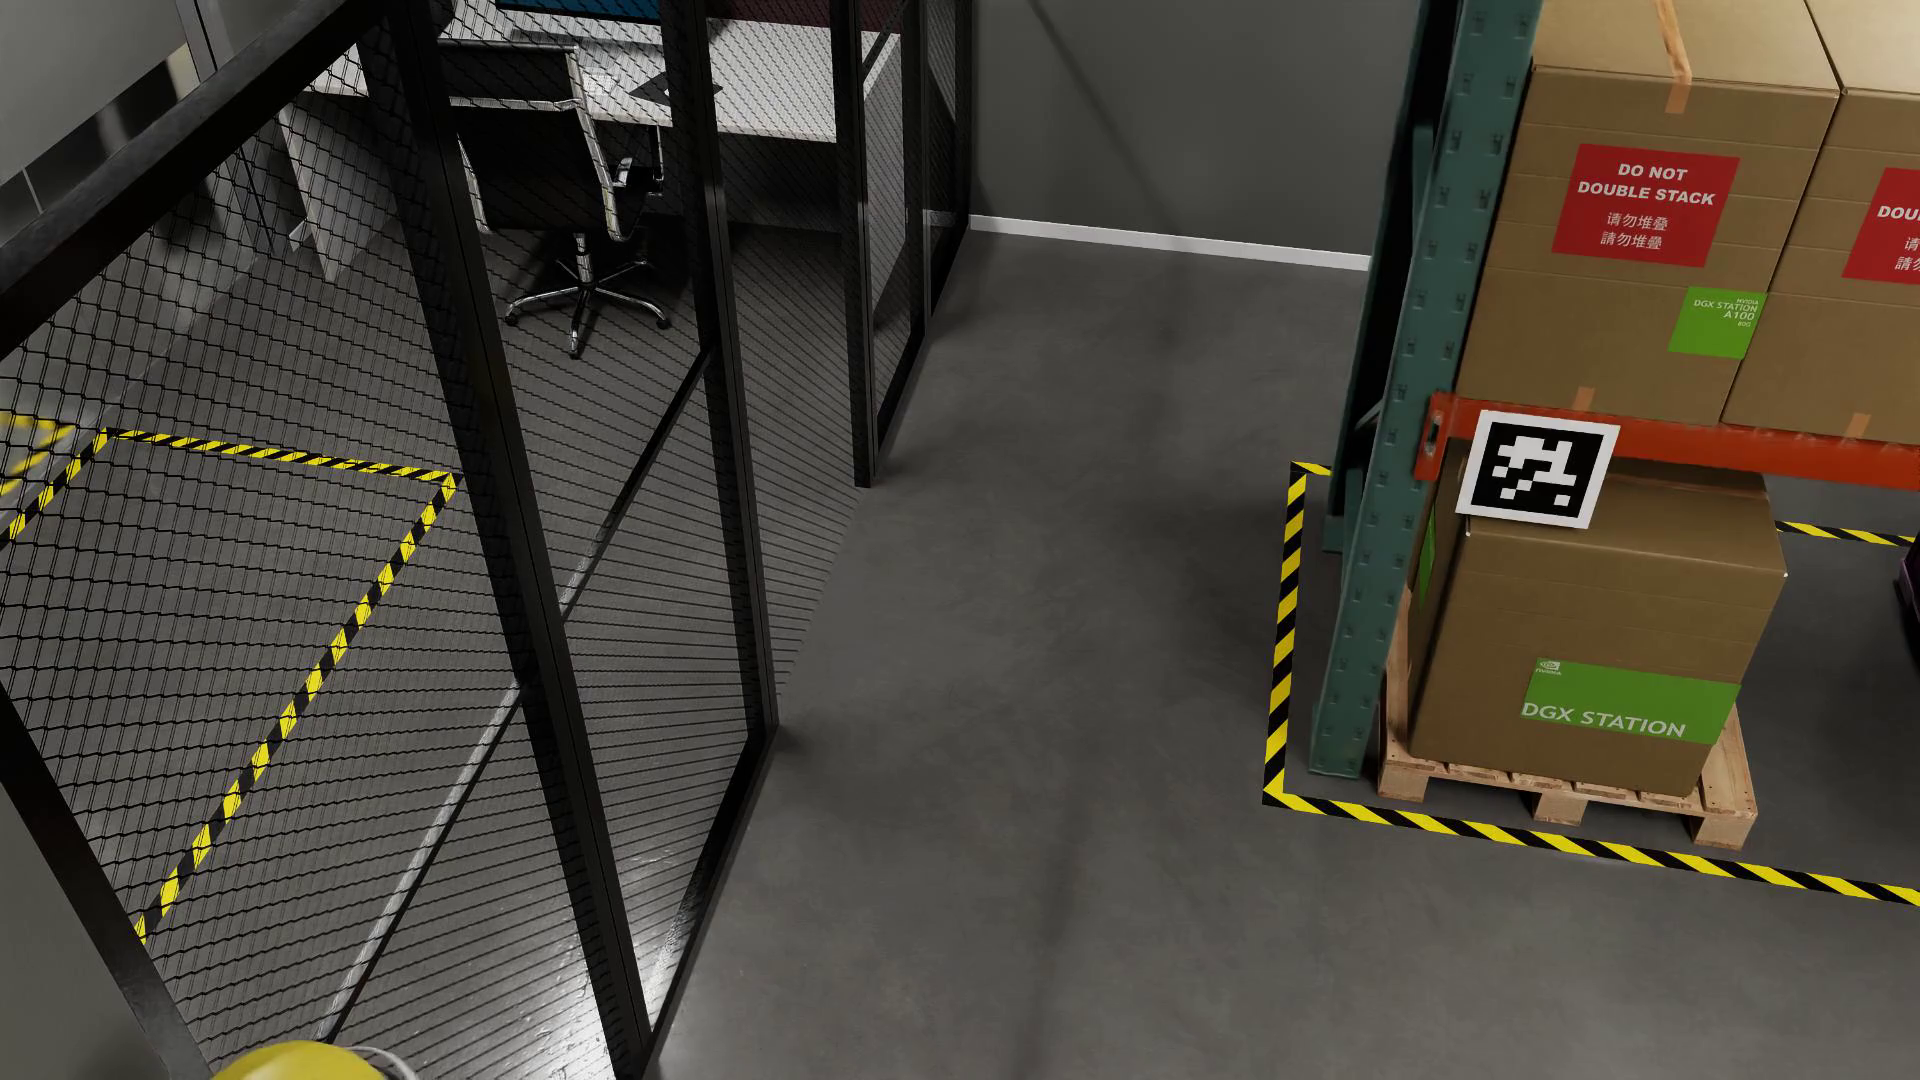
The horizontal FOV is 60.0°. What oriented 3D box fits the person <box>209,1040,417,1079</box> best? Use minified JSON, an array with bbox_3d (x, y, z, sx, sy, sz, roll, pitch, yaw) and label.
[{"bbox_3d":[-0.677,1.220,2.173,0.590,1.833,0.404,12,42,14],"label":"person"}]
